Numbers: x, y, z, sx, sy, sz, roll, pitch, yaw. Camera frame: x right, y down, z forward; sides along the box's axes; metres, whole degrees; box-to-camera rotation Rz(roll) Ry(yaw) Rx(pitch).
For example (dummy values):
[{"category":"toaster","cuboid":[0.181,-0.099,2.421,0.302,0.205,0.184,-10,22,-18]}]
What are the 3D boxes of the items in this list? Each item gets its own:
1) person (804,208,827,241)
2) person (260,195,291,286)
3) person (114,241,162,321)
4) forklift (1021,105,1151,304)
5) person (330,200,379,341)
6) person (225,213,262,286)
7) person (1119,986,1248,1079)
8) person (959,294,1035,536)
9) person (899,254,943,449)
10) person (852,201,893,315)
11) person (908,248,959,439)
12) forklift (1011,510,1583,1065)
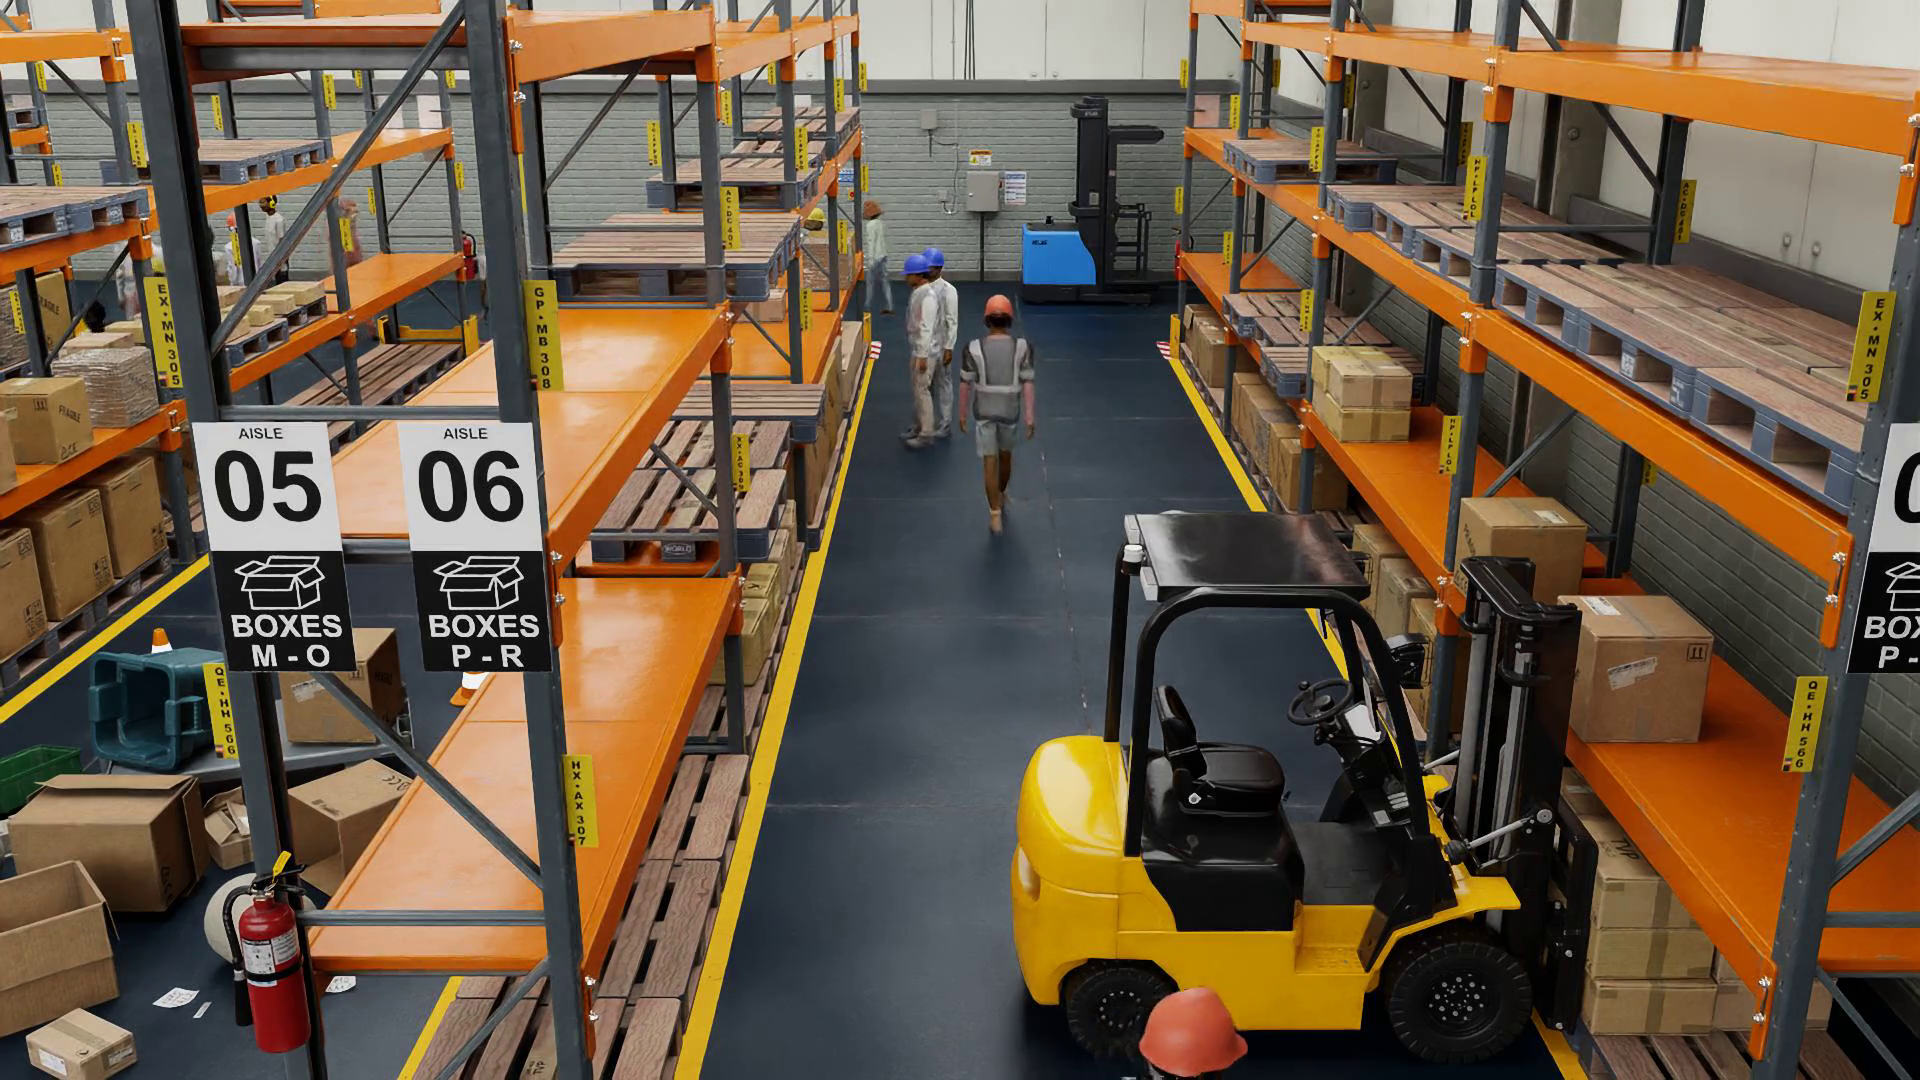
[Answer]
[{"category":"person","cuboid":[-1.887,-3.479,21.814,0.324,1.732,0.494,-1,18,-3]},{"category":"person","cuboid":[-9.254,-3.802,22.599,0.332,1.859,0.510,-14,23,-37]},{"category":"person","cuboid":[-9.786,-2.943,19.929,0.574,1.902,0.539,0,18,0]},{"category":"forklift","cuboid":[1.857,-4.944,24.441,1.873,2.768,1.129,0,18,0]},{"category":"person","cuboid":[-7.923,-3.510,21.720,0.948,1.843,0.724,-5,19,-14]},{"category":"person","cuboid":[-9.084,-3.265,21.126,0.327,1.753,0.560,7,19,19]},{"category":"person","cuboid":[0.647,2.100,4.670,0.764,1.906,0.558,-9,20,-25]},{"category":"person","cuboid":[0.300,-1.112,14.241,0.634,1.991,1.012,-2,18,-5]},{"category":"person","cuboid":[-0.389,-1.899,16.721,0.425,1.942,0.639,-6,19,-17]},{"category":"person","cuboid":[-1.238,-3.965,23.501,0.662,1.593,0.533,7,19,19]},{"category":"person","cuboid":[-0.272,-2.023,17.068,0.605,1.951,0.380,17,25,42]},{"category":"forklift","cuboid":[1.387,1.055,7.378,2.313,2.155,1.214,0,18,0]}]
